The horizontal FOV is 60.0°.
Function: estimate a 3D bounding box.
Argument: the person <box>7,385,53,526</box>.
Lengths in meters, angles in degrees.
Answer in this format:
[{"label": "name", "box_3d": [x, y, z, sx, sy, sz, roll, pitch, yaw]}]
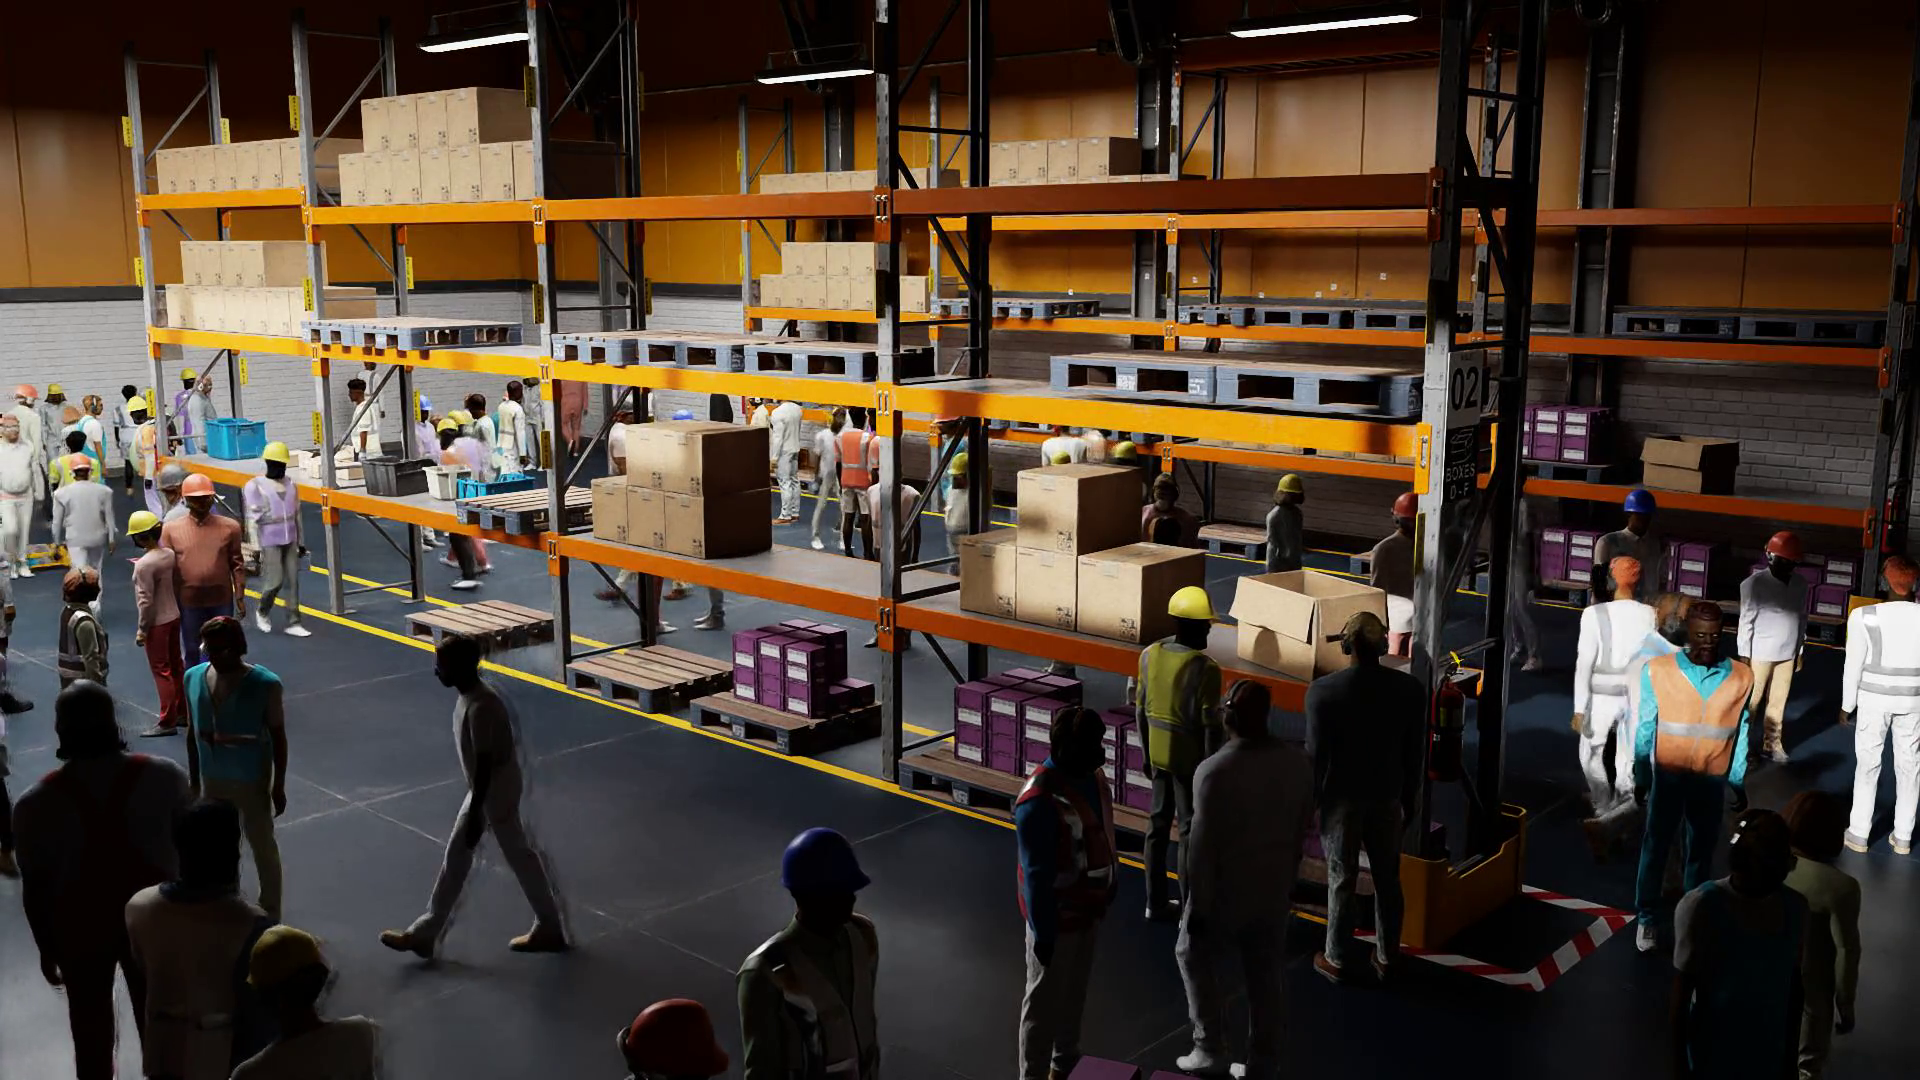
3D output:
[{"label": "person", "box_3d": [-12.367, -1.086, 22.107, 0.638, 1.929, 1.006, 3, 10, 15]}]

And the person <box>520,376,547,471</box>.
[{"label": "person", "box_3d": [-7.204, -2.026, 28.025, 0.490, 1.734, 0.321, 4, 11, 21]}]

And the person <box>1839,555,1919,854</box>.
[{"label": "person", "box_3d": [5.783, 1.024, 10.346, 0.576, 1.883, 0.355, 2, 10, 11]}]

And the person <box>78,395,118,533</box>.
[{"label": "person", "box_3d": [-11.357, -0.986, 21.834, 0.503, 1.840, 0.340, 9, 13, 41]}]

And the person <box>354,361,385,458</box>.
[{"label": "person", "box_3d": [-10.350, -2.315, 29.223, 0.579, 1.881, 0.342, 5, 11, 24]}]

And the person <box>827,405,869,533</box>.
[{"label": "person", "box_3d": [-1.481, -1.065, 21.945, 0.602, 1.958, 0.390, -6, 12, -29]}]

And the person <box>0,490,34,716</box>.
[{"label": "person", "box_3d": [-7.832, 0.451, 13.443, 0.551, 1.932, 0.377, 5, 11, 24]}]

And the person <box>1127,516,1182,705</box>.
[{"label": "person", "box_3d": [1.451, 0.728, 12.184, 0.429, 1.832, 0.630, -8, 13, -38]}]

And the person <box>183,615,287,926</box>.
[{"label": "person", "box_3d": [-3.874, 1.294, 8.944, 0.564, 1.840, 0.395, 2, 10, 11]}]

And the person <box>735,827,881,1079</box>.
[{"label": "person", "box_3d": [-0.460, 1.866, 5.392, 0.379, 1.950, 0.609, 7, 12, 34]}]

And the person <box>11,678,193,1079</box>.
[{"label": "person", "box_3d": [-3.547, 1.542, 6.974, 0.677, 2.000, 1.003, -6, 12, -30]}]

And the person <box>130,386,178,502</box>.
[{"label": "person", "box_3d": [-10.145, -0.928, 20.939, 0.537, 2.000, 0.674, -10, 14, -43]}]

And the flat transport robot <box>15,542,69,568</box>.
[{"label": "flat transport robot", "box_3d": [-11.088, 0.228, 19.401, 1.431, 0.197, 0.652, -9, 13, -40]}]

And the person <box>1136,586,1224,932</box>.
[{"label": "person", "box_3d": [1.228, 1.205, 9.205, 0.383, 1.924, 0.589, -8, 13, -39]}]

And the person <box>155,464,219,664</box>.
[{"label": "person", "box_3d": [-6.427, 0.307, 13.955, 0.551, 2.000, 0.804, 0, 10, 2]}]

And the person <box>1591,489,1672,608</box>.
[{"label": "person", "box_3d": [5.108, 0.576, 12.688, 0.605, 1.951, 0.380, -1, 10, -6]}]

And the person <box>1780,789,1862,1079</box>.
[{"label": "person", "box_3d": [3.358, 1.795, 6.696, 0.283, 1.631, 0.503, -6, 12, -31]}]

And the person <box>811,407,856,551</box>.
[{"label": "person", "box_3d": [-1.553, -0.752, 20.627, 0.507, 1.802, 0.897, -7, 12, -35]}]

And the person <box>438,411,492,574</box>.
[{"label": "person", "box_3d": [-5.772, -0.555, 19.311, 0.983, 1.883, 0.590, 5, 11, 28]}]

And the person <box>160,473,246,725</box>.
[{"label": "person", "box_3d": [-5.993, 0.461, 13.205, 0.612, 1.997, 0.375, -5, 11, -28]}]

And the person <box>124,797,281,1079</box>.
[{"label": "person", "box_3d": [-2.606, 1.833, 5.775, 0.624, 1.929, 0.494, 3, 11, 19]}]

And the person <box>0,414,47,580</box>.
[{"label": "person", "box_3d": [-10.706, -0.487, 18.856, 0.465, 1.889, 0.678, 6, 12, 33]}]

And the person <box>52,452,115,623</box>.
[{"label": "person", "box_3d": [-8.762, -0.017, 16.675, 0.569, 1.727, 0.737, -9, 13, -41]}]

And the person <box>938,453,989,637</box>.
[{"label": "person", "box_3d": [0.044, 0.059, 15.992, 0.420, 1.819, 0.602, -9, 13, -41]}]

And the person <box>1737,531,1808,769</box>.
[{"label": "person", "box_3d": [5.897, 0.793, 12.048, 0.566, 1.743, 0.349, -3, 10, -16]}]

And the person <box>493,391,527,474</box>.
[{"label": "person", "box_3d": [-6.400, -1.280, 23.786, 0.575, 1.737, 0.354, 6, 12, 30]}]

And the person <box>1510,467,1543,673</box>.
[{"label": "person", "box_3d": [5.023, 0.249, 14.892, 0.382, 1.828, 0.680, 0, 10, -2]}]

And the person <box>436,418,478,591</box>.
[{"label": "person", "box_3d": [-5.567, -0.398, 18.403, 0.496, 1.877, 0.672, 0, 10, -2]}]

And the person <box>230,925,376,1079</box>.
[{"label": "person", "box_3d": [-2.041, 2.024, 5.161, 0.957, 1.705, 0.529, 7, 12, 36]}]

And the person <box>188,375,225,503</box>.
[{"label": "person", "box_3d": [-11.125, -1.487, 24.536, 0.401, 1.890, 0.653, -4, 11, -20]}]

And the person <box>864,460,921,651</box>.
[{"label": "person", "box_3d": [-0.620, 0.115, 15.608, 0.563, 1.839, 0.394, 5, 11, 28]}]

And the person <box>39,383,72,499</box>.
[{"label": "person", "box_3d": [-13.467, -1.476, 24.875, 0.489, 1.743, 0.323, -8, 13, -37]}]

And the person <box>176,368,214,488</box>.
[{"label": "person", "box_3d": [-11.740, -1.669, 25.484, 0.395, 1.919, 0.593, 4, 11, 23]}]
